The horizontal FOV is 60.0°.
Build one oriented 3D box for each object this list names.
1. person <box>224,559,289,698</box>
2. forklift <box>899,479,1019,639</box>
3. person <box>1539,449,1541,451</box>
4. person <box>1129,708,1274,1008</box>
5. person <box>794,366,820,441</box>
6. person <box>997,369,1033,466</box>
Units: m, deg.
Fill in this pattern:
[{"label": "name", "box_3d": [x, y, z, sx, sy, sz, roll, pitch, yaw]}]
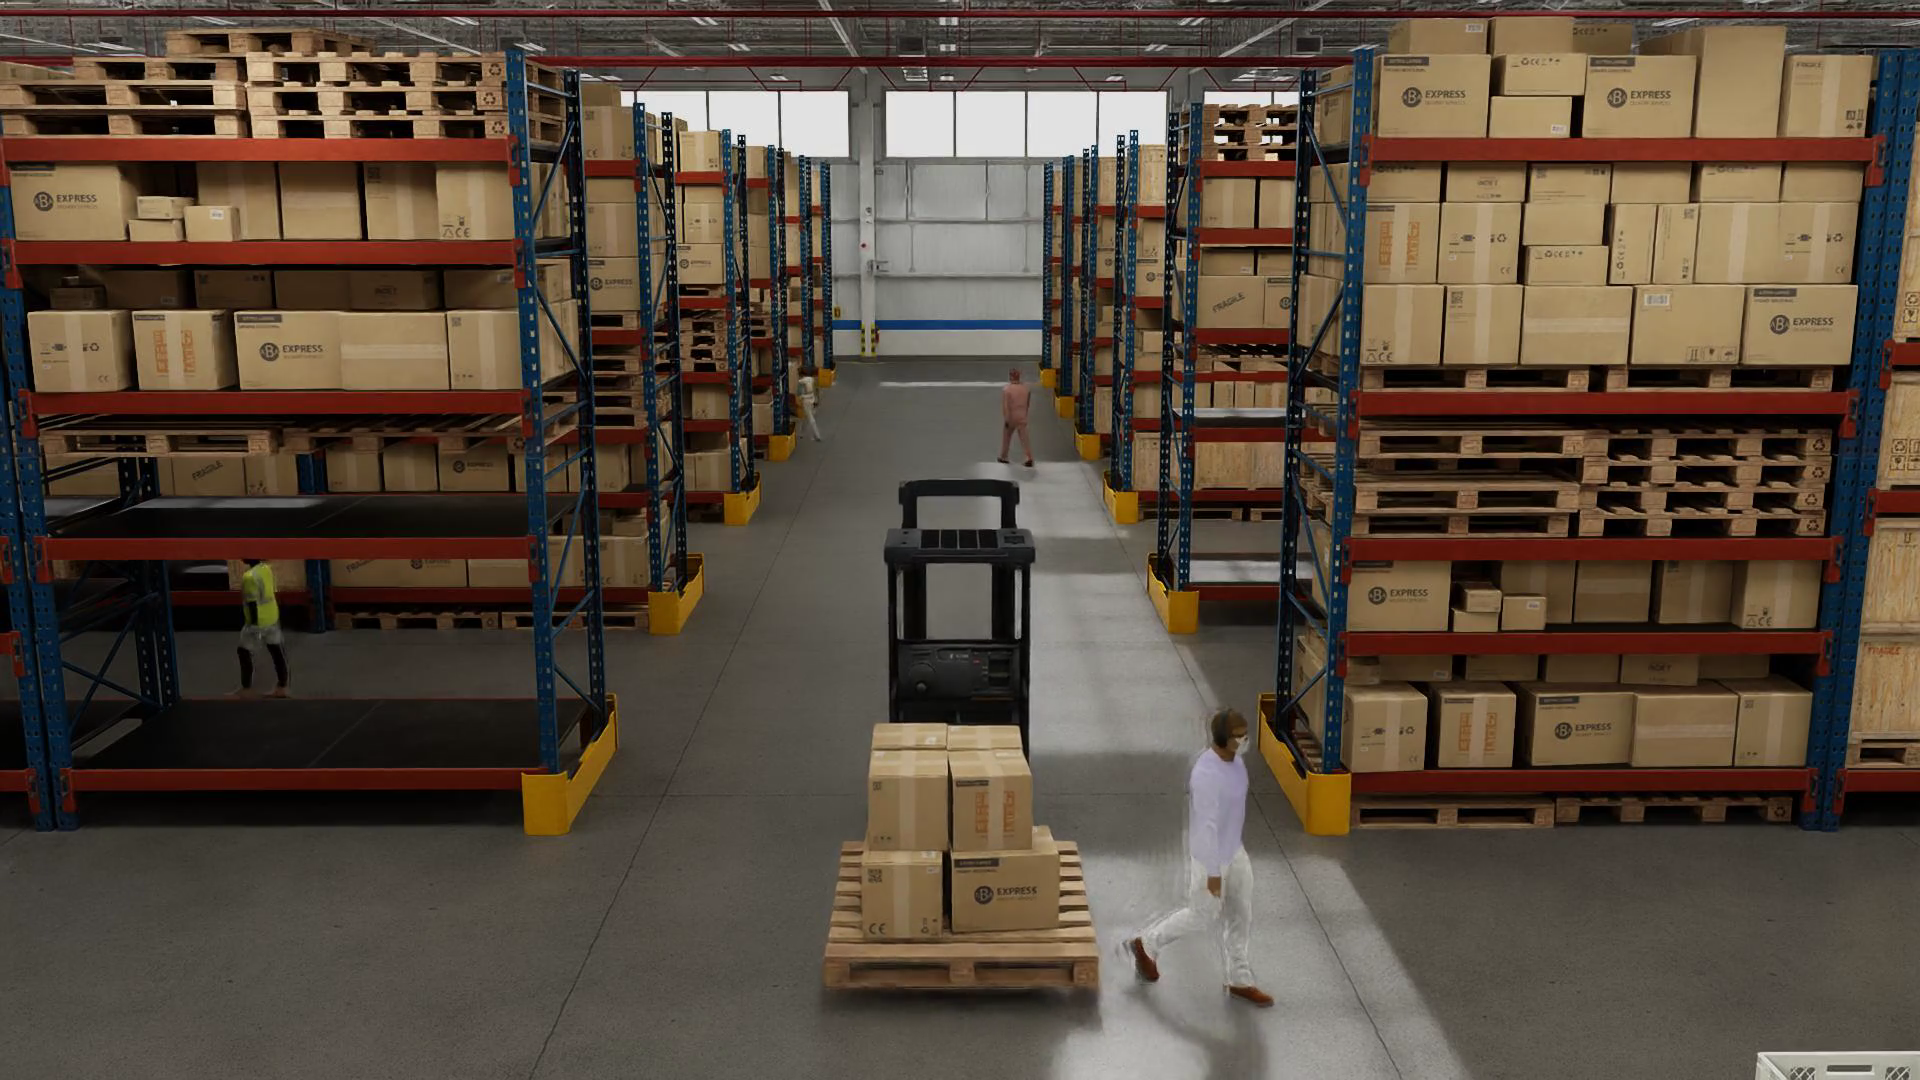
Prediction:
[{"label": "person", "box_3d": [-7.129, 0.803, 16.701, 0.712, 1.670, 0.557, 0, 11, 1]}, {"label": "forklift", "box_3d": [-0.008, 0.914, 13.167, 1.129, 2.768, 1.873, 0, 11, 0]}, {"label": "person", "box_3d": [8.540, -0.801, 24.086, 0.745, 1.914, 0.554, 2, 12, 8]}, {"label": "person", "box_3d": [1.547, 1.959, 10.425, 0.872, 1.916, 0.641, 7, 13, 32]}, {"label": "person", "box_3d": [-3.303, -2.894, 35.226, 0.847, 1.586, 0.534, 6, 13, 28]}, {"label": "person", "box_3d": [1.089, -2.349, 31.899, 0.642, 1.862, 0.990, -5, 13, -25]}]
